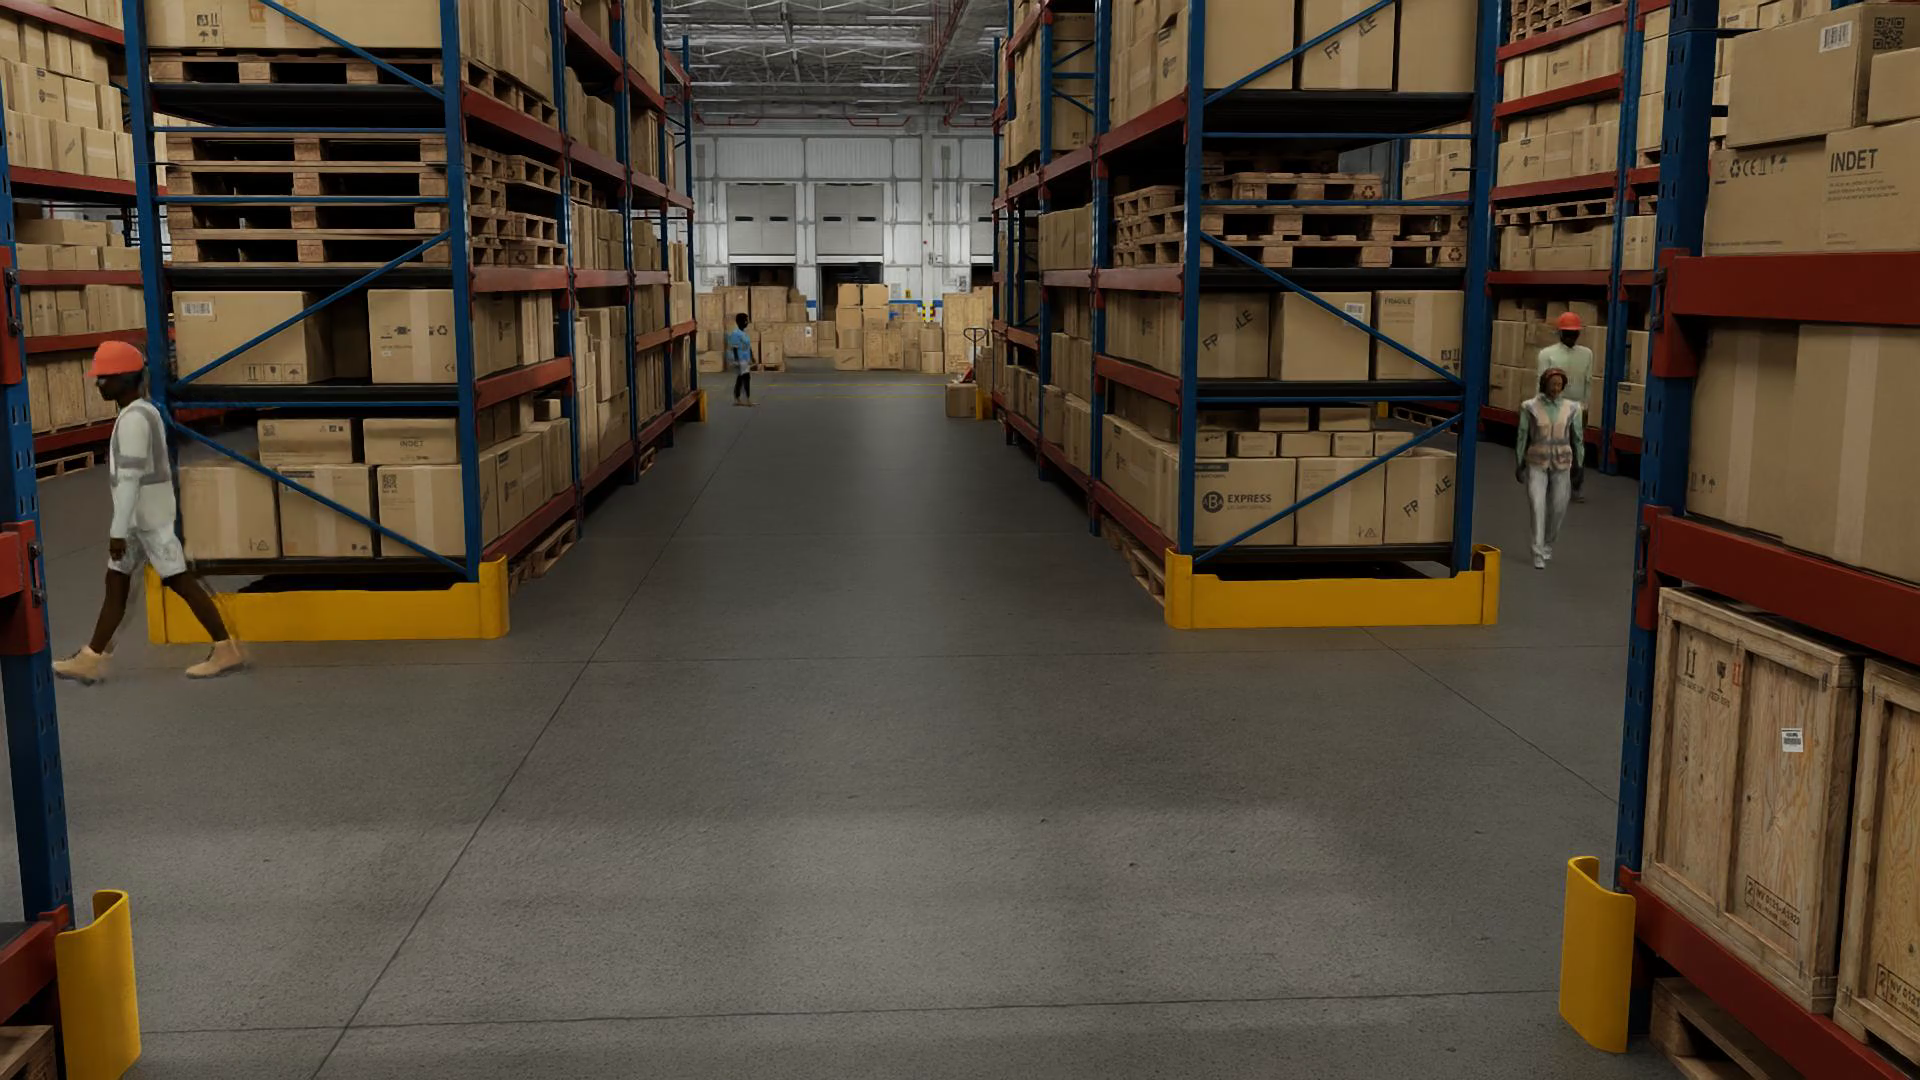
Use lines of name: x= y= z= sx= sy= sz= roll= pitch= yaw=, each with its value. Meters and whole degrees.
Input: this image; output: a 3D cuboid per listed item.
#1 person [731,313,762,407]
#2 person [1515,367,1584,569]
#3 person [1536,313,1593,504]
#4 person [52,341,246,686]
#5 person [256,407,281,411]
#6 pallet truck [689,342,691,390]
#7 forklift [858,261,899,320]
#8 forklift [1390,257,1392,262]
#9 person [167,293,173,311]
person: x=-3.794 y=-3.220 z=29.808 sx=0.670 sy=1.677 sz=0.554 roll=2 pitch=9 yaw=13
person: x=4.784 y=-0.600 z=13.528 sx=0.534 sy=1.622 sz=0.611 roll=2 pitch=9 yaw=10
person: x=6.267 y=-1.351 z=17.166 sx=0.641 sy=1.960 sz=0.823 roll=0 pitch=9 yaw=-2
person: x=-4.701 y=-0.137 z=9.502 sx=1.111 sy=1.981 sz=0.625 roll=-4 pitch=10 yaw=-24
person: x=-7.854 y=-1.680 z=19.446 sx=0.632 sy=1.910 sz=0.888 roll=1 pitch=9 yaw=9
pallet truck: x=-5.225 y=-3.008 z=27.480 sx=1.885 sy=1.965 sz=0.823 roll=2 pitch=9 yaw=14
forklift: x=-3.114 y=-8.268 z=57.746 sx=1.873 sy=2.768 sz=1.129 roll=-8 pitch=12 yaw=-40
forklift: x=10.308 y=-5.737 z=41.854 sx=1.129 sy=2.768 sz=1.873 roll=-1 pitch=9 yaw=-4
person: x=-29.674 y=-8.596 z=62.640 sx=0.406 sy=1.982 sz=0.618 roll=-3 pitch=9 yaw=-16
